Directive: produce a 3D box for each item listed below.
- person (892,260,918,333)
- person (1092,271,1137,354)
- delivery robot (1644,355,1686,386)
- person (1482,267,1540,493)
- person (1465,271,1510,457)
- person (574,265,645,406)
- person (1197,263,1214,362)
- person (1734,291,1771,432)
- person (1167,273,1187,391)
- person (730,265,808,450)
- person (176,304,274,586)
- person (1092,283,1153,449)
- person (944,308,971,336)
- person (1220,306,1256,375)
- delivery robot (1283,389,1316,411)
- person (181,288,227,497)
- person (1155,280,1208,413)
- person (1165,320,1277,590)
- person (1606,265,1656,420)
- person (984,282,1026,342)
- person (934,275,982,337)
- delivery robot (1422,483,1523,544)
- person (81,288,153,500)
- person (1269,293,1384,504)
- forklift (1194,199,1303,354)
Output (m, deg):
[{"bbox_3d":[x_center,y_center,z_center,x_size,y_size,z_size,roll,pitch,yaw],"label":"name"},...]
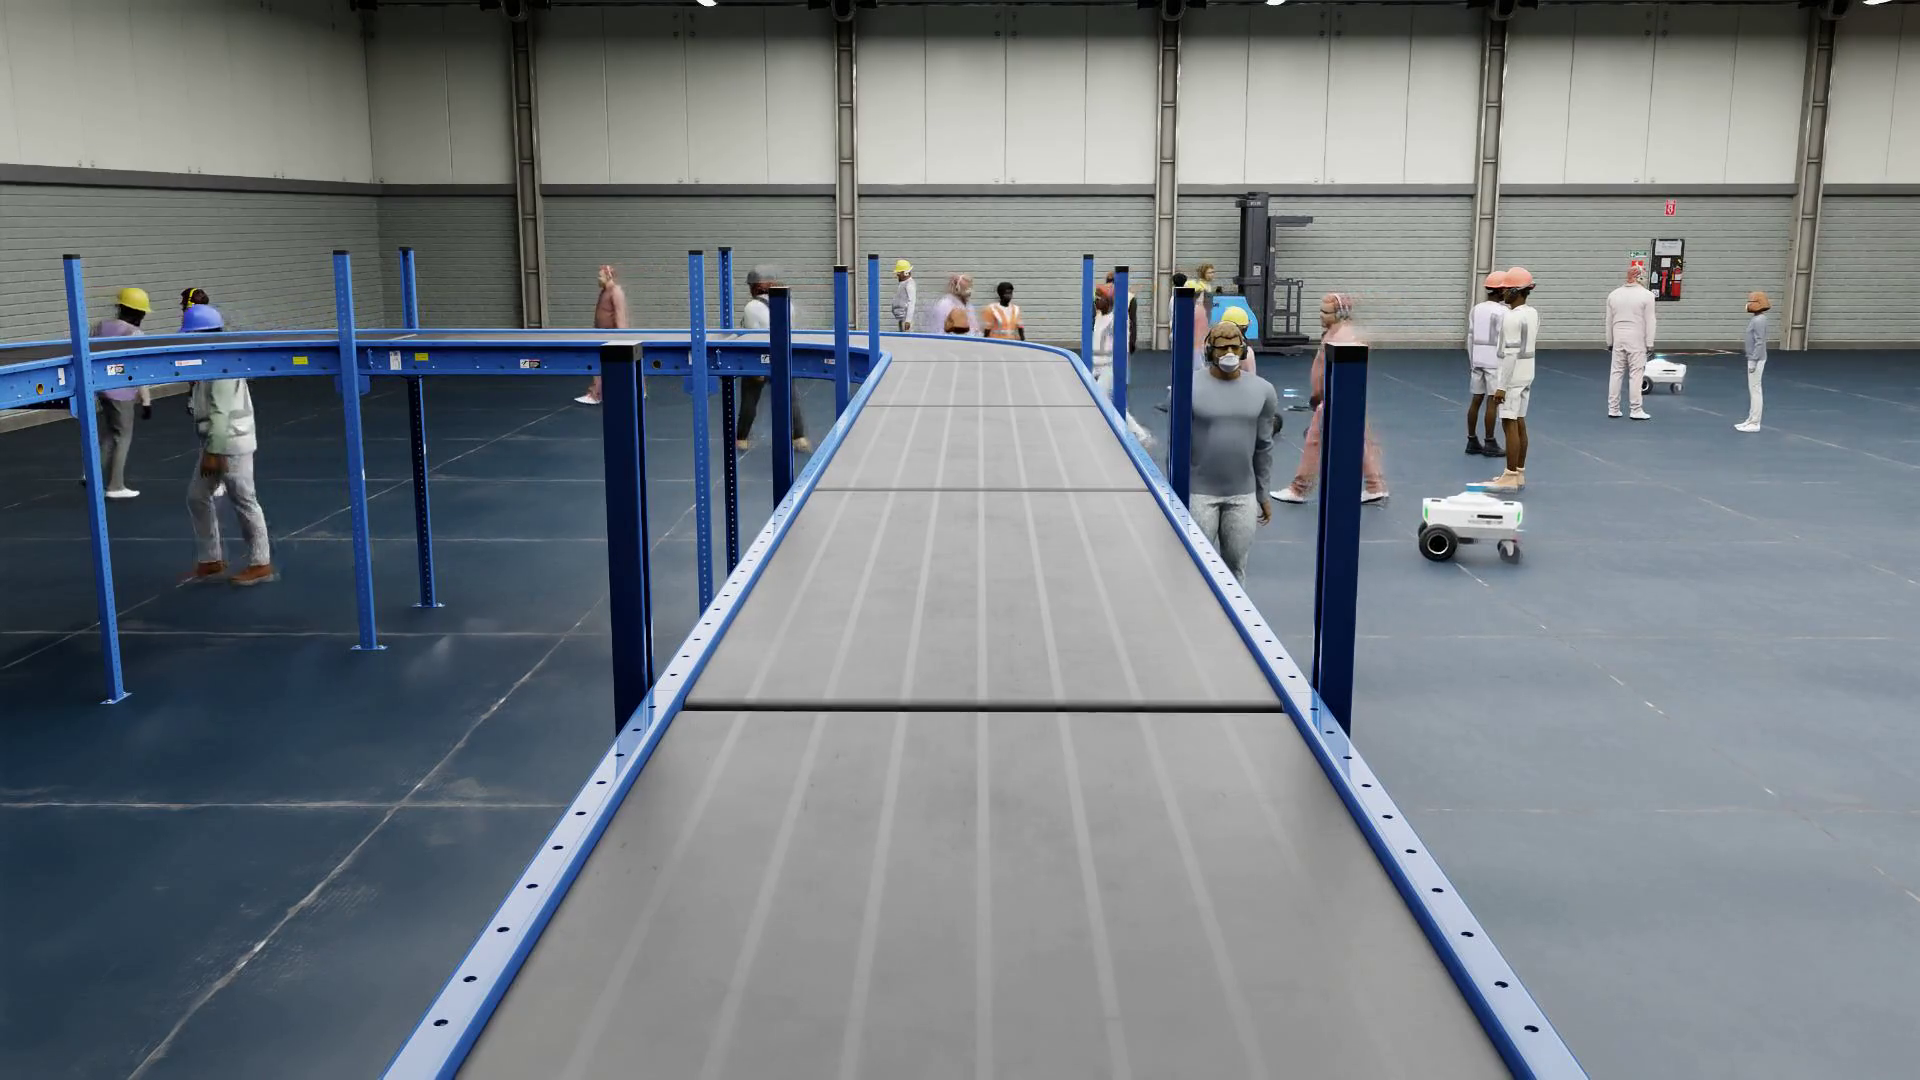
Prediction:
[{"bbox_3d":[-0.877,-3.529,26.415,0.403,1.826,0.586,-3,11,-14],"label":"person"},{"bbox_3d":[2.039,-2.662,22.054,0.623,1.797,0.932,4,12,22],"label":"person"},{"bbox_3d":[9.984,-2.409,23.791,0.707,0.478,0.477,2,11,11],"label":"delivery robot"},{"bbox_3d":[5.055,-1.463,15.239,0.371,2.044,0.608,8,13,35],"label":"person"},{"bbox_3d":[5.615,-1.867,17.587,0.378,1.936,0.548,-5,12,-24],"label":"person"},{"bbox_3d":[-4.711,-2.752,22.354,0.993,1.857,0.649,-5,12,-22],"label":"person"},{"bbox_3d":[3.717,-3.209,24.812,0.903,1.804,0.511,9,14,38],"label":"person"},{"bbox_3d":[9.324,-2.095,19.537,0.284,1.633,0.501,5,12,23],"label":"person"},{"bbox_3d":[3.190,-3.008,24.065,0.321,1.699,0.535,8,14,36],"label":"person"},{"bbox_3d":[-2.071,-1.962,17.917,1.024,2.000,0.683,9,14,40],"label":"person"},{"bbox_3d":[-5.071,-0.621,11.253,0.734,1.918,0.606,-8,14,-37],"label":"person"},{"bbox_3d":[1.558,-1.716,17.069,0.954,1.851,0.590,-2,11,-12],"label":"person"},{"bbox_3d":[-0.047,-1.473,16.389,0.523,1.614,0.517,-7,13,-30],"label":"person"},{"bbox_3d":[2.283,-1.055,13.853,0.330,1.768,0.526,-3,11,-14],"label":"person"},{"bbox_3d":[3.753,-1.608,19.015,0.698,0.223,0.335,4,12,22],"label":"delivery robot"},{"bbox_3d":[-6.829,-1.329,14.999,0.329,1.872,0.507,0,11,-1],"label":"person"},{"bbox_3d":[2.906,-2.394,20.882,0.959,1.703,0.543,7,13,30],"label":"person"},{"bbox_3d":[1.455,-0.252,9.284,0.630,1.940,0.373,-2,11,-8],"label":"person"},{"bbox_3d":[8.379,-2.463,20.748,0.404,1.903,0.636,-8,14,-37],"label":"person"},{"bbox_3d":[0.594,-2.481,21.409,0.554,1.655,0.698,-8,14,-35],"label":"person"},{"bbox_3d":[0.018,-2.070,18.844,1.002,1.839,0.661,5,12,25],"label":"person"},{"bbox_3d":[3.796,-0.178,12.336,0.707,0.478,0.477,3,11,15],"label":"delivery robot"},{"bbox_3d":[-7.486,-1.301,14.838,0.636,1.873,0.611,6,12,26],"label":"person"},{"bbox_3d":[3.274,-1.216,14.486,0.980,1.859,0.711,3,12,17],"label":"person"},{"bbox_3d":[5.313,-4.851,30.603,1.873,2.768,1.129,0,11,1],"label":"forklift"}]
